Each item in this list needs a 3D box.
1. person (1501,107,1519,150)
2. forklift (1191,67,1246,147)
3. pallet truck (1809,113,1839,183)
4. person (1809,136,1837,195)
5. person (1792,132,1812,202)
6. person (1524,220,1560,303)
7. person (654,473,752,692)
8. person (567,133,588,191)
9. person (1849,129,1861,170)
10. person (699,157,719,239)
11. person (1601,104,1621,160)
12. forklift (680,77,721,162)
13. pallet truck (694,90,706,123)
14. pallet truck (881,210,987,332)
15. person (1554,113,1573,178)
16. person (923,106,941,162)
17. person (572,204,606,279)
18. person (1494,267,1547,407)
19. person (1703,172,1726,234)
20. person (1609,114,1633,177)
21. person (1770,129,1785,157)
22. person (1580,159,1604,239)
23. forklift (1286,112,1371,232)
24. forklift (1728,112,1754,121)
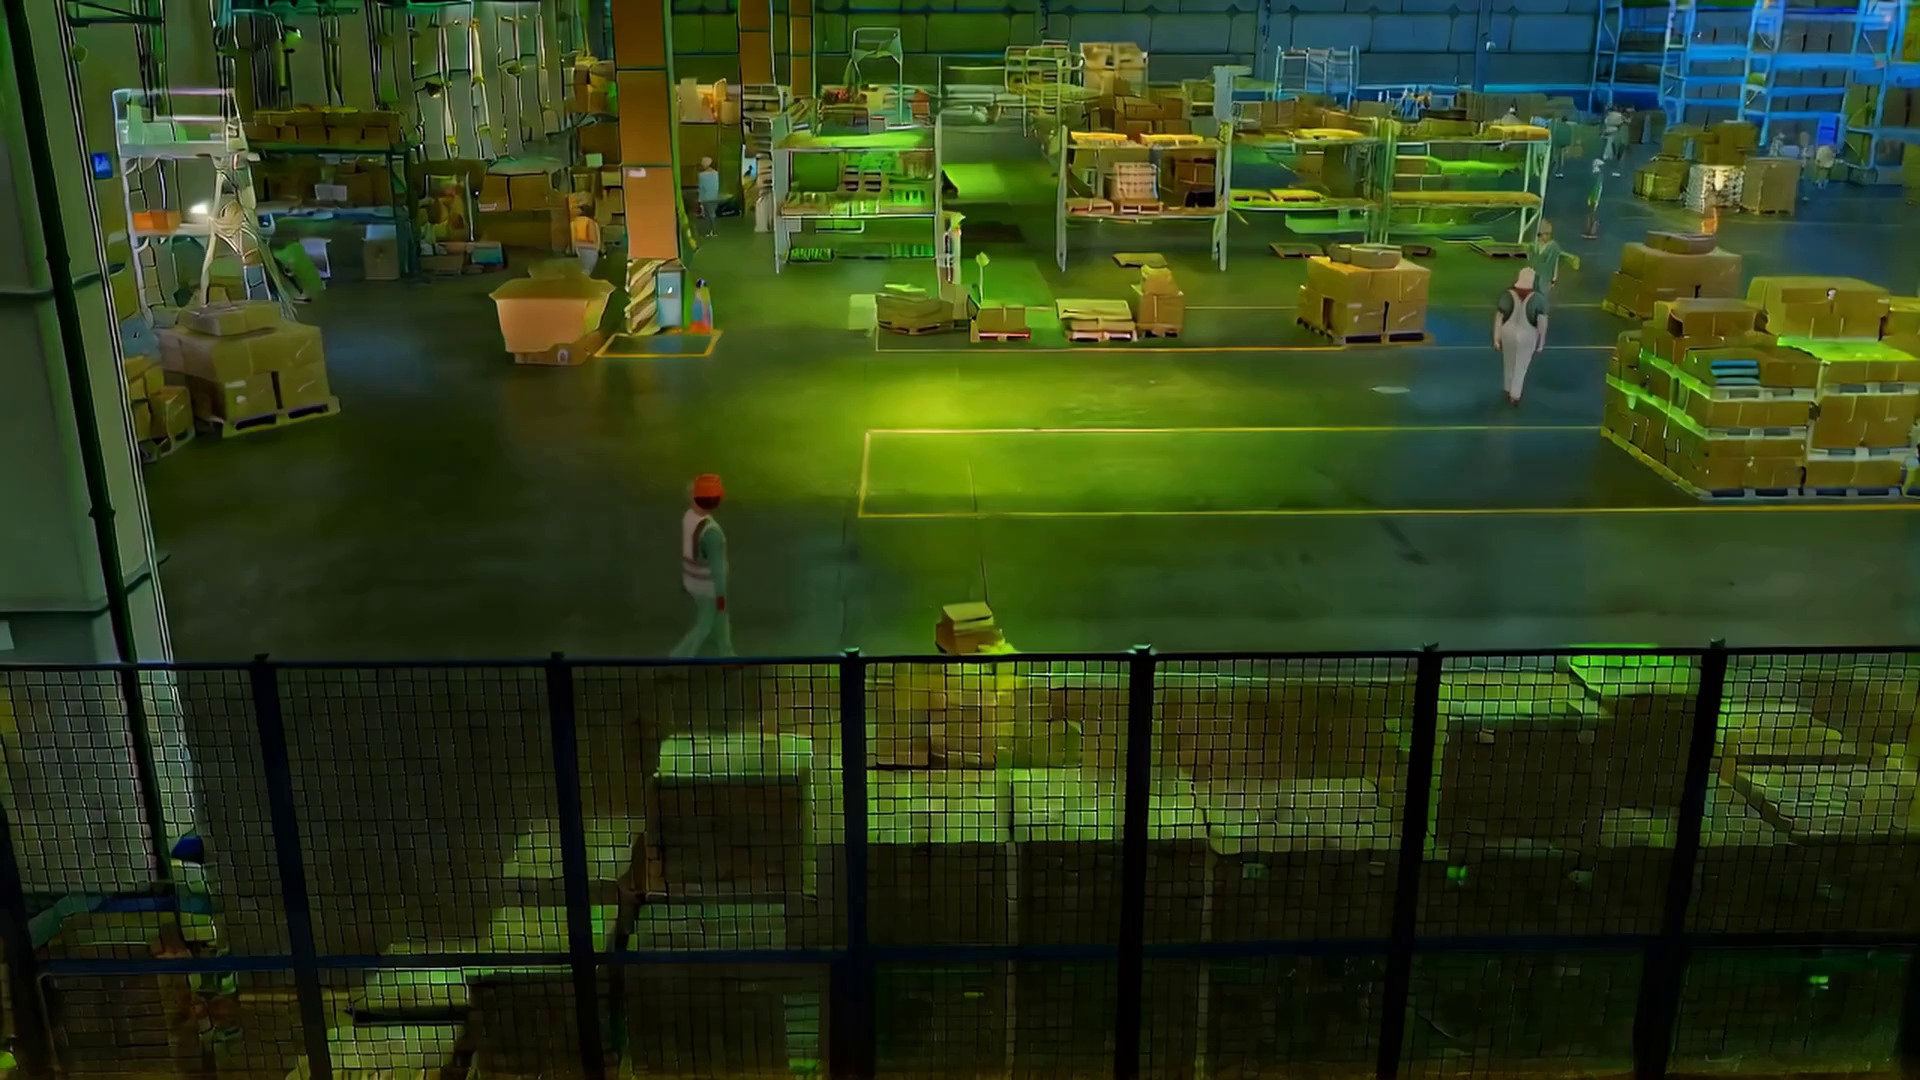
[{"bbox_3d":[18.041,-13.289,54.765,0.627,1.927,0.601,-5,19,-15],"label":"person"},{"bbox_3d":[9.517,-15.894,61.023,1.873,2.768,1.129,-1,19,-2],"label":"forklift"},{"bbox_3d":[26.403,-11.957,50.702,0.823,1.965,1.885,6,19,16],"label":"pallet truck"},{"bbox_3d":[24.747,-10.713,47.554,0.577,1.631,0.864,-4,19,-12],"label":"person"},{"bbox_3d":[23.250,-10.293,45.926,0.585,1.900,0.741,-3,19,-10],"label":"person"},{"bbox_3d":[10.117,-4.617,29.043,0.561,1.924,0.407,11,21,29],"label":"person"},{"bbox_3d":[-2.254,0.366,14.285,0.884,1.920,0.625,-9,21,-26],"label":"person"},{"bbox_3d":[-10.558,-10.345,46.117,0.599,1.880,0.979,3,19,9],"label":"person"},{"bbox_3d":[29.149,-12.932,53.833,0.625,1.847,0.429,-3,19,-10],"label":"person"},{"bbox_3d":[-5.937,-8.084,39.330,0.373,1.928,0.600,13,22,33],"label":"person"},{"bbox_3d":[22.278,-13.950,56.817,0.544,1.879,1.010,-4,19,-12],"label":"person"},{"bbox_3d":[-8.944,-13.866,55.007,1.873,2.768,1.129,-1,19,-1],"label":"forklift"},{"bbox_3d":[-9.671,-15.907,62.421,0.823,1.965,1.885,5,19,15],"label":"pallet truck"},{"bbox_3d":[-0.493,-4.759,29.349,1.885,1.965,0.823,-13,23,-34],"label":"pallet truck"},{"bbox_3d":[18.718,-12.297,51.751,0.636,1.976,0.531,-5,19,-13],"label":"person"},{"bbox_3d":[-0.927,-13.215,54.523,0.636,1.939,0.358,-10,21,-28],"label":"person"},{"bbox_3d":[-7.152,-5.571,32.094,0.635,1.794,0.984,12,22,31],"label":"person"},{"bbox_3d":[8.077,-2.968,23.971,0.697,2.000,1.036,9,21,26],"label":"person"},{"bbox_3d":[16.207,-6.923,35.817,0.365,1.965,0.608,4,19,10],"label":"person"},{"bbox_3d":[20.785,-12.314,51.891,0.867,1.902,0.653,10,21,28],"label":"person"},{"bbox_3d":[24.450,-11.467,49.802,0.309,1.641,0.514,-5,19,-15],"label":"person"},{"bbox_3d":[15.009,-8.066,39.361,0.313,1.866,0.538,0,19,0],"label":"person"},{"bbox_3d":[9.035,-8.960,40.452,1.873,2.768,1.129,-1,19,-1],"label":"forklift"},{"bbox_3d":[28.682,-15.409,59.582,1.873,2.768,1.129,-1,19,-1],"label":"forklift"}]
